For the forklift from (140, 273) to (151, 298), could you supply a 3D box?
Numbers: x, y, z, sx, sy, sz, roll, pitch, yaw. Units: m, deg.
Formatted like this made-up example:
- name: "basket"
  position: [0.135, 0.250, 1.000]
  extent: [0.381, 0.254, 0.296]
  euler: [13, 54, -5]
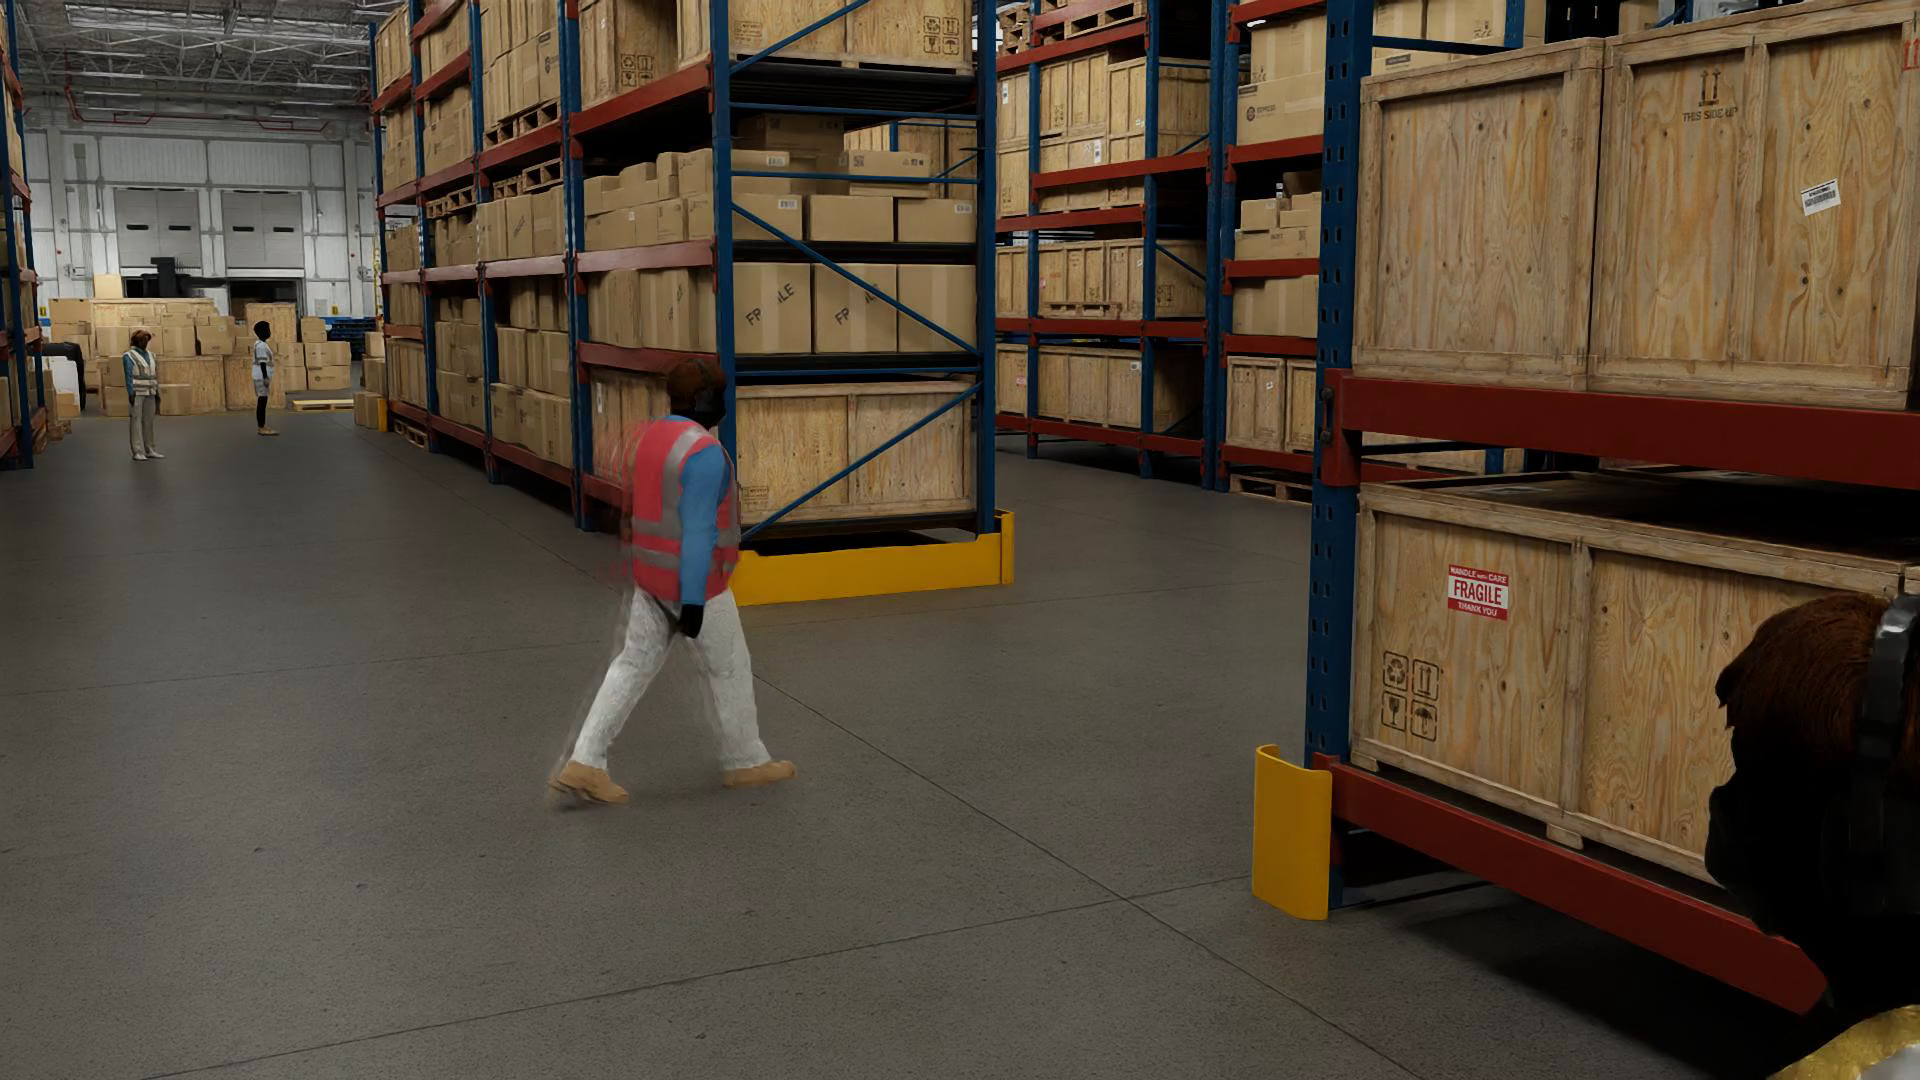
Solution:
- name: "forklift"
  position: [-25.382, -7.057, 52.754]
  extent: [1.873, 2.768, 1.129]
  euler: [6, 10, 36]

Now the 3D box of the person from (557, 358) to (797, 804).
- name: "person"
  position: [-1.178, 0.168, 6.699]
  extent: [0.987, 1.795, 0.634]
  euler: [-6, 10, -35]

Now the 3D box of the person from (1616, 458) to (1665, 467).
- name: "person"
  position: [3.237, -0.007, 7.506]
  extent: [0.542, 1.893, 0.671]
  euler: [-5, 10, -32]

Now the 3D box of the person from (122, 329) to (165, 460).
- name: "person"
  position: [-10.274, -1.821, 20.902]
  extent: [0.308, 1.640, 0.511]
  euler: [2, 9, 15]

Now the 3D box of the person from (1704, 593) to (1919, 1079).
- name: "person"
  position: [0.658, 0.929, 1.378]
  extent: [0.941, 1.797, 0.622]
  euler: [8, 11, 42]

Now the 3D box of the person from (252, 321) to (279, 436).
- name: "person"
  position: [-10.303, -2.387, 24.608]
  extent: [0.322, 1.697, 0.534]
  euler: [-4, 9, -24]

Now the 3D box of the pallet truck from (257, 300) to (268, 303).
- name: "pallet truck"
  position: [-23.913, -7.404, 58.171]
  extent: [1.885, 1.965, 0.823]
  euler: [-1, 8, -9]

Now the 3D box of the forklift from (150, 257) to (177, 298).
- name: "forklift"
  position: [-15.439, -4.114, 32.461]
  extent: [1.873, 2.768, 1.129]
  euler: [-4, 9, -26]
